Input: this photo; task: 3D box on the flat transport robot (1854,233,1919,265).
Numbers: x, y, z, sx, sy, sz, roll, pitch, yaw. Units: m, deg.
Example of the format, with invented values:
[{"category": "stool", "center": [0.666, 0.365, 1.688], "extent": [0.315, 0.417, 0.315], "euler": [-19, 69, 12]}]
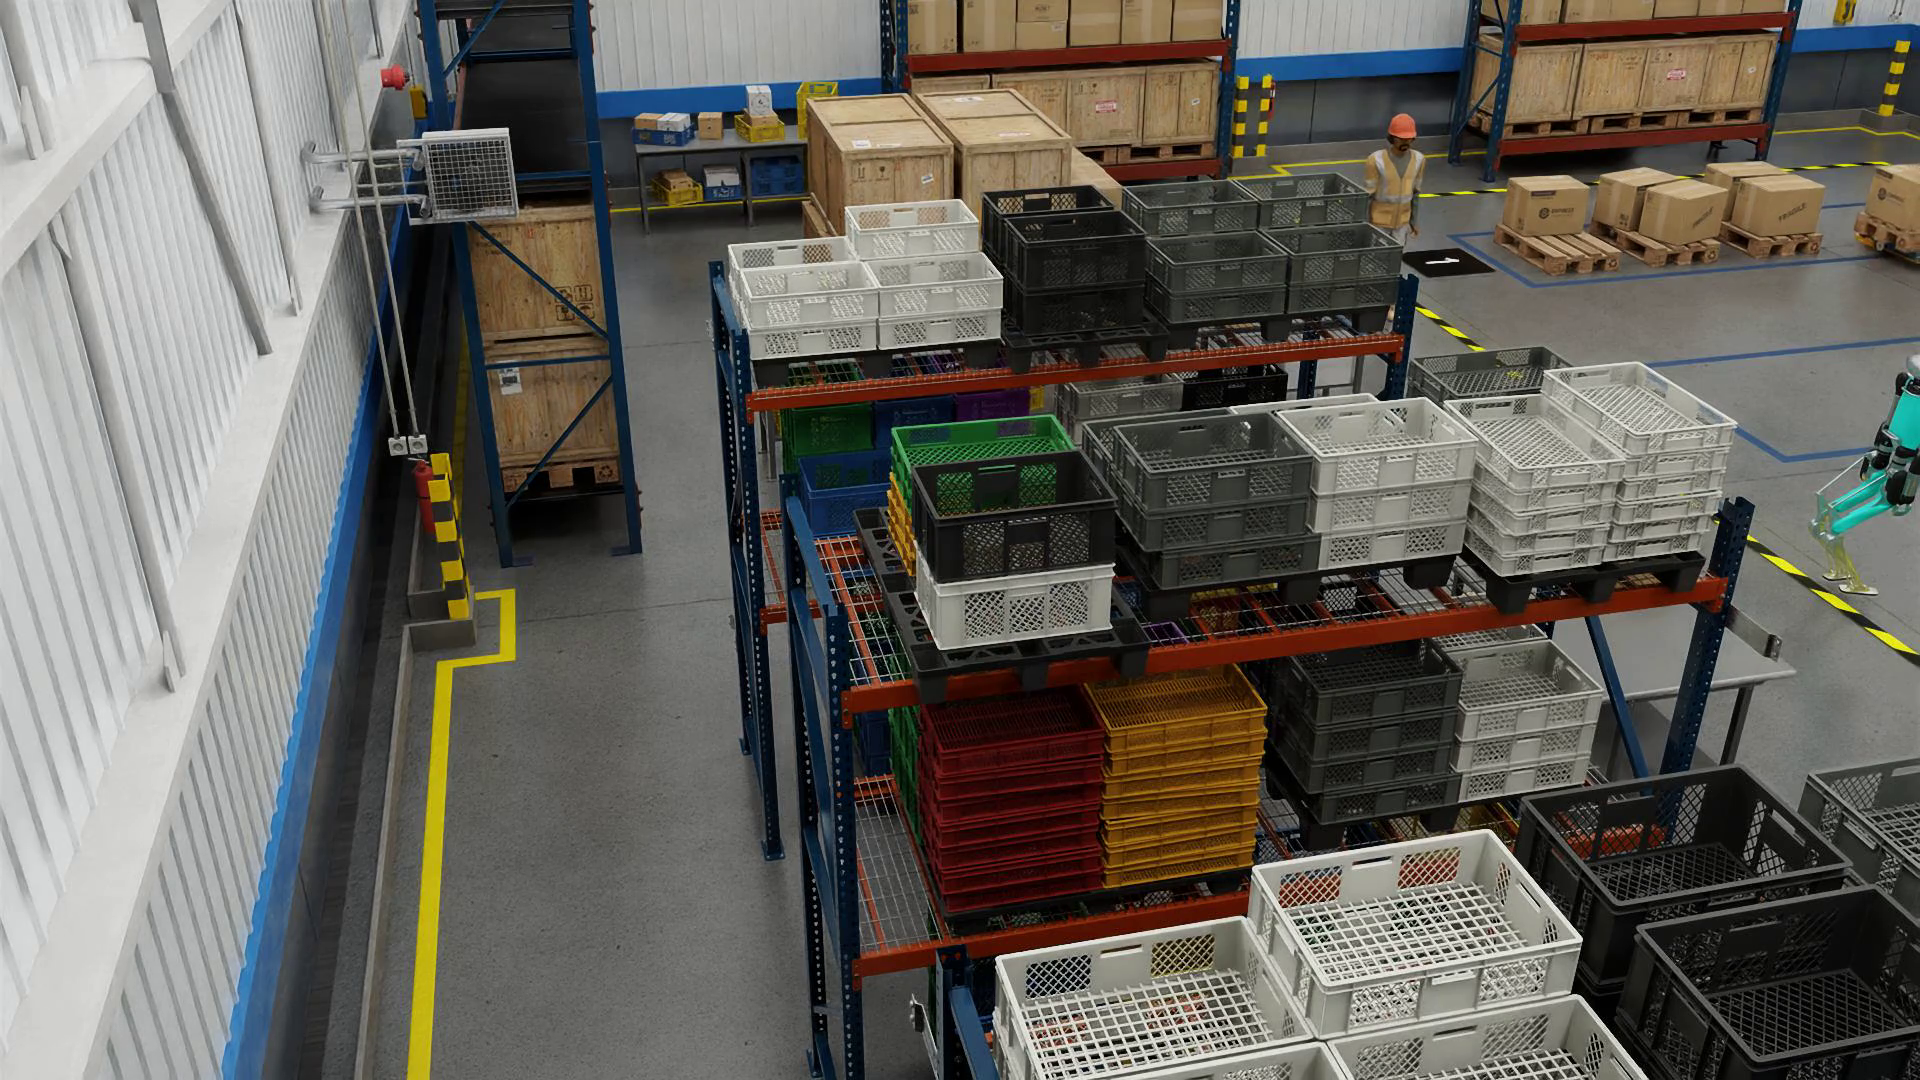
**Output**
[{"category": "flat transport robot", "center": [10.480, -3.163, 18.018], "extent": [0.652, 0.197, 1.431], "euler": [-6, 28, -12]}]

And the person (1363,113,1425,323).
[{"category": "person", "center": [4.134, -3.069, 15.968], "extent": [0.604, 2.045, 0.375], "euler": [-6, 28, -12]}]

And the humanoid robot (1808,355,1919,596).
[{"category": "humanoid robot", "center": [6.067, -0.432, 11.146], "extent": [0.735, 1.677, 0.533], "euler": [-1, 28, -2]}]

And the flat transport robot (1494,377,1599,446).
[{"category": "flat transport robot", "center": [4.780, -1.036, 14.013], "extent": [0.659, 0.231, 1.431], "euler": [-6, 28, -12]}]
